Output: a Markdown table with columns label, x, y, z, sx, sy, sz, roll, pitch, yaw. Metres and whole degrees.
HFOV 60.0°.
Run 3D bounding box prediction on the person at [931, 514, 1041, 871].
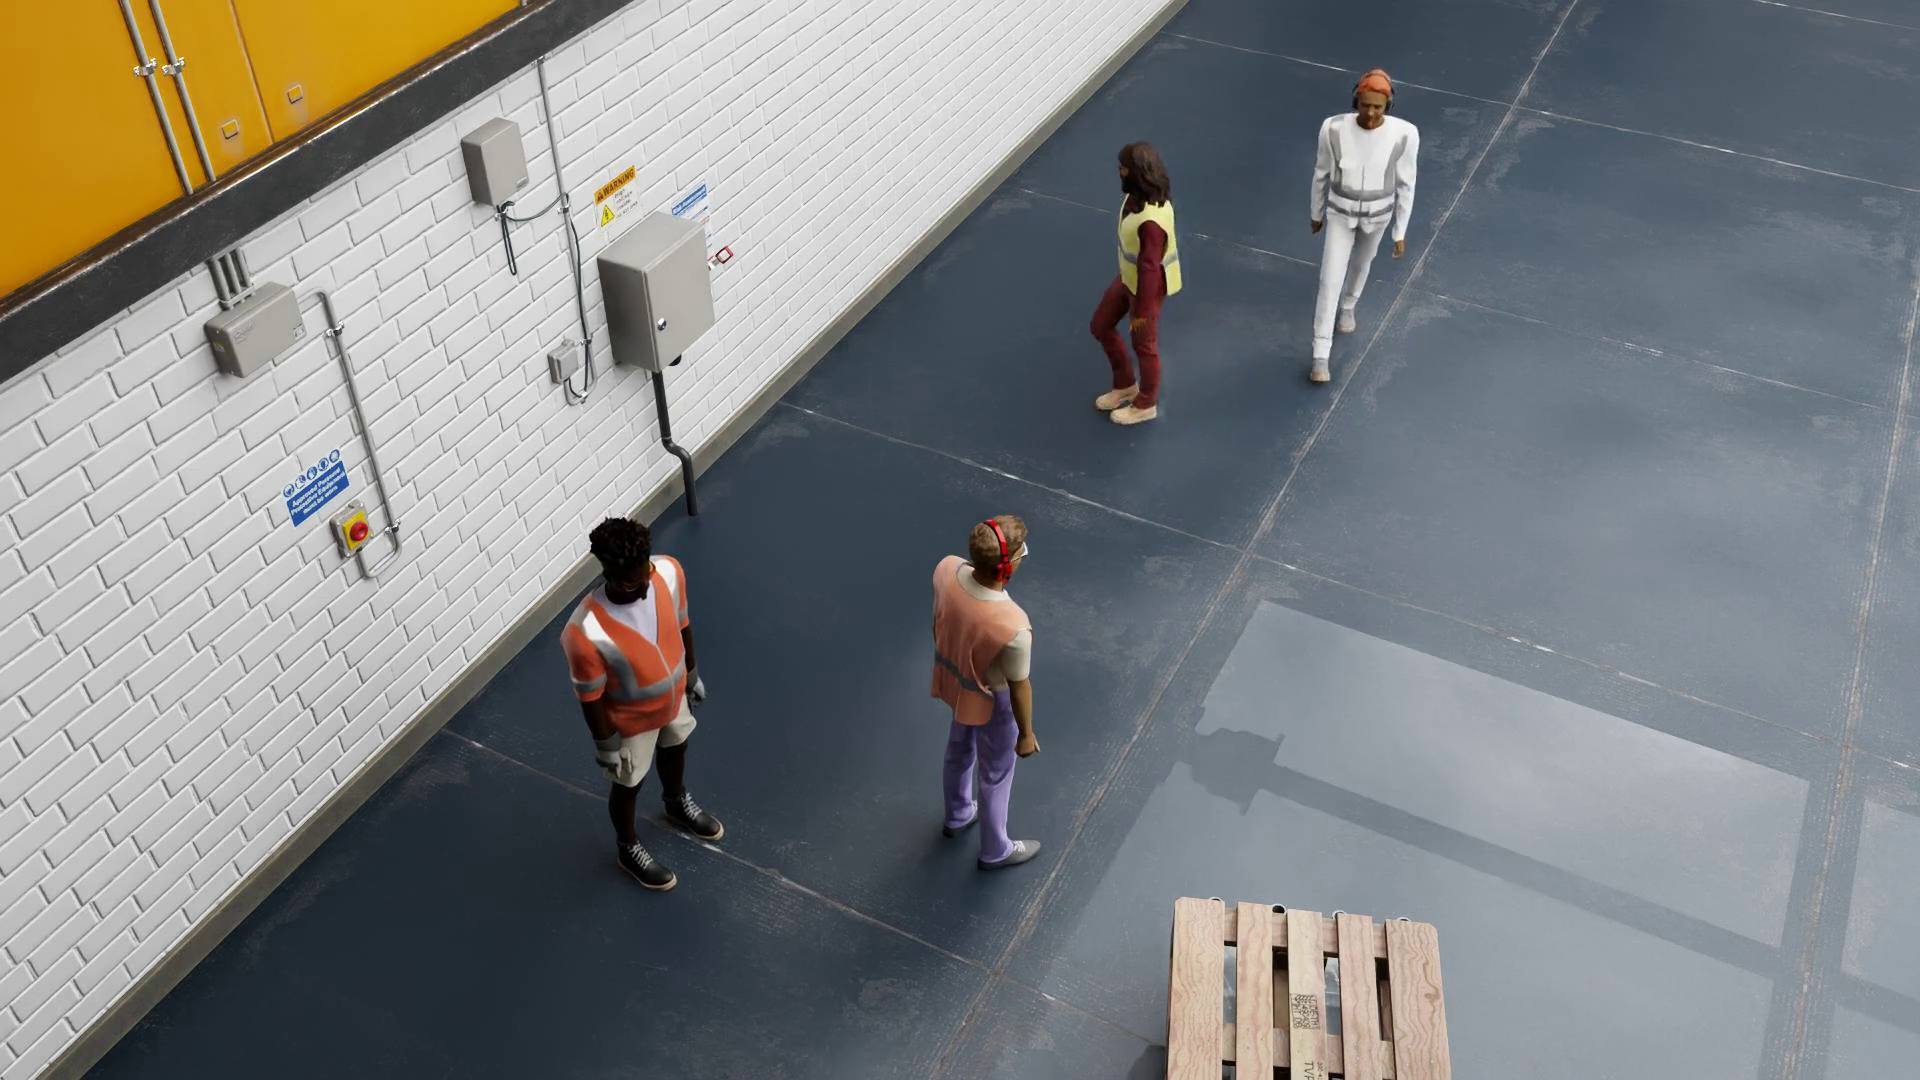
| label | x | y | z | sx | sy | sz | roll | pitch | yaw |
| --- | --- | --- | --- | --- | --- | --- | --- | --- | --- |
| person | 0.092 | 0.654 | 6.873 | 0.373 | 1.843 | 0.568 | -26 | 47 | -27 |

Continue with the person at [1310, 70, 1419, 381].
| label | x | y | z | sx | sy | sz | roll | pitch | yaw |
| --- | --- | --- | --- | --- | --- | --- | --- | --- | --- |
| person | 2.346 | -1.890 | 9.835 | 0.581 | 1.832 | 0.975 | 7 | 41 | 8 |

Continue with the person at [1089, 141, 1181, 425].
| label | x | y | z | sx | sy | sz | roll | pitch | yaw |
| --- | --- | --- | --- | --- | --- | --- | --- | --- | --- |
| person | 0.961 | -1.409 | 9.330 | 0.517 | 1.756 | 0.505 | -6 | 41 | -7 |

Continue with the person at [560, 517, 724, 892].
| label | x | y | z | sx | sy | sz | roll | pitch | yaw |
| --- | --- | --- | --- | --- | --- | --- | --- | --- | --- |
| person | -1.288 | 0.661 | 6.788 | 0.379 | 1.958 | 0.597 | 24 | 46 | 25 |
